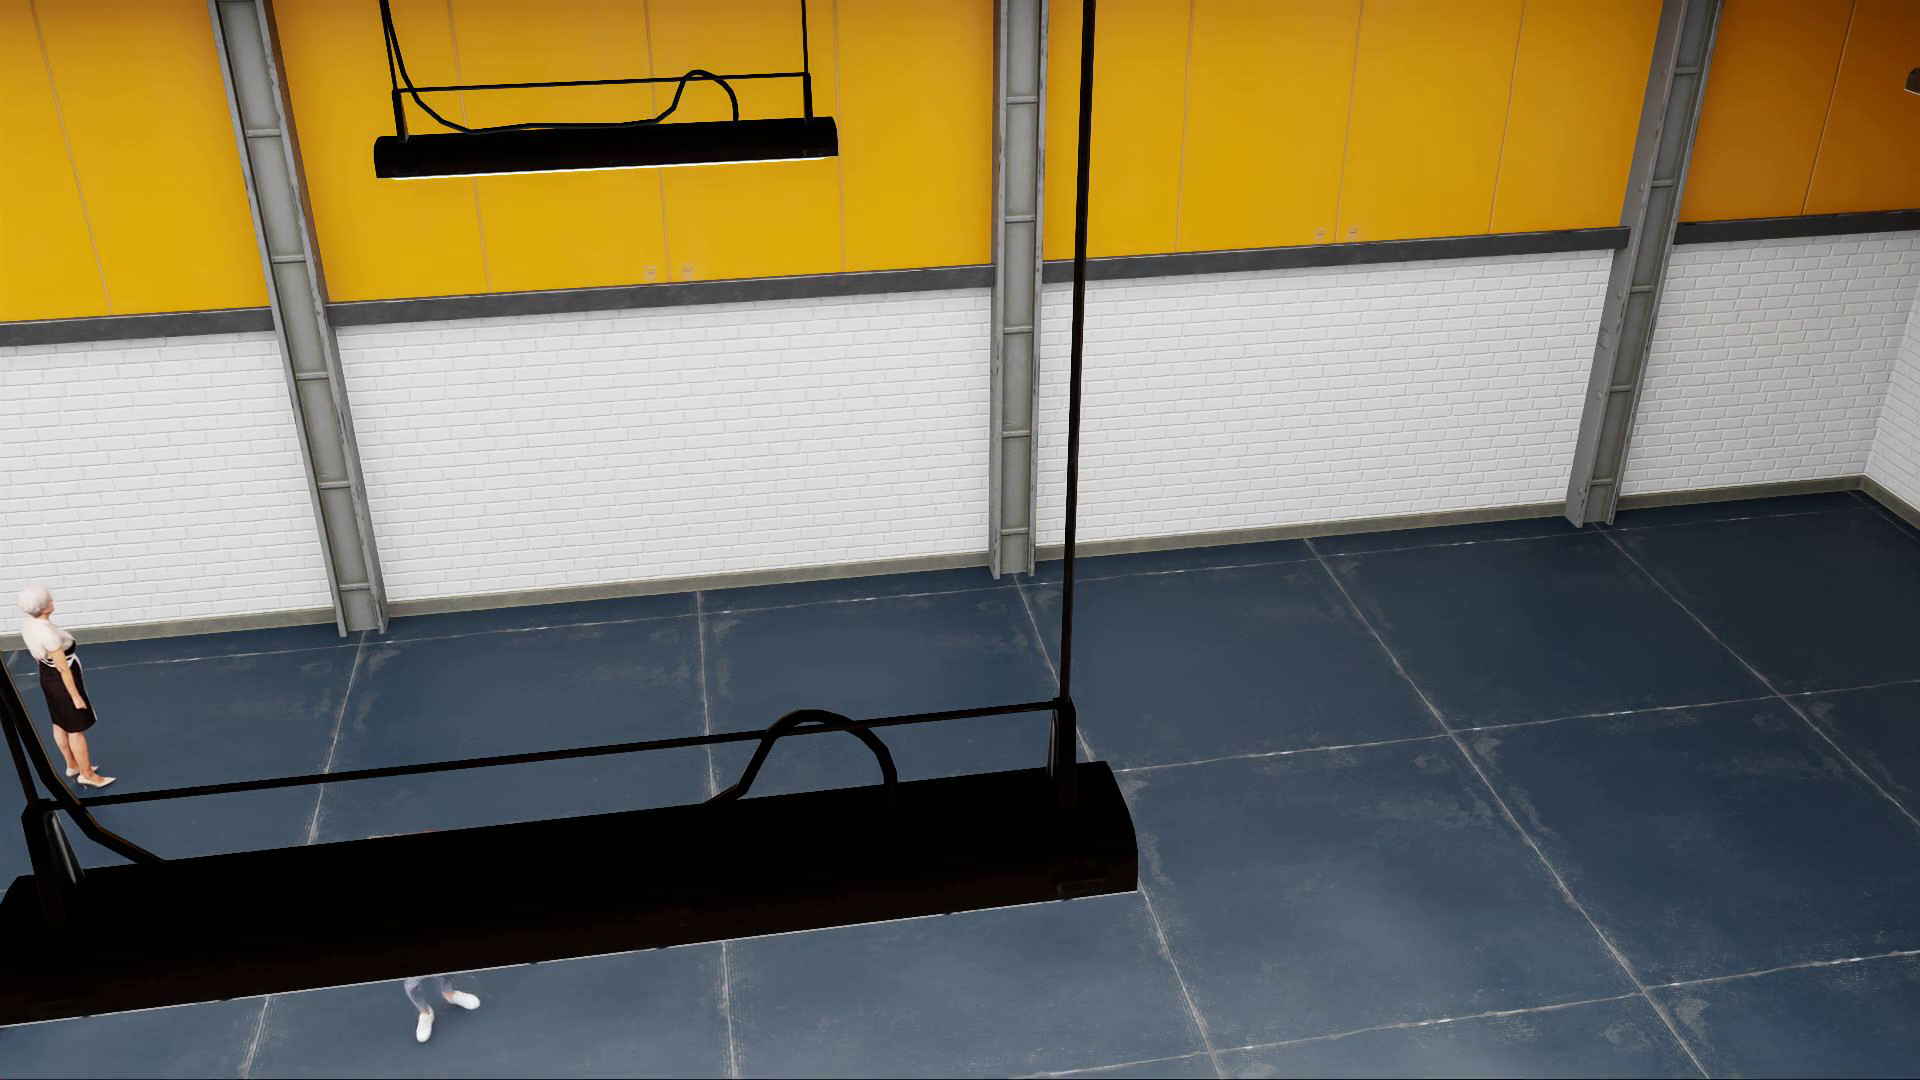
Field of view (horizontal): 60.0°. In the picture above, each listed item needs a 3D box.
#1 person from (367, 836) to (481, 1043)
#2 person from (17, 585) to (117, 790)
[{"bbox_3d":[-3.406,2.435,10.368,0.909,1.652,0.733,24,37,37],"label":"person"},{"bbox_3d":[-6.849,1.125,12.662,0.695,1.755,0.730,23,36,35],"label":"person"}]
